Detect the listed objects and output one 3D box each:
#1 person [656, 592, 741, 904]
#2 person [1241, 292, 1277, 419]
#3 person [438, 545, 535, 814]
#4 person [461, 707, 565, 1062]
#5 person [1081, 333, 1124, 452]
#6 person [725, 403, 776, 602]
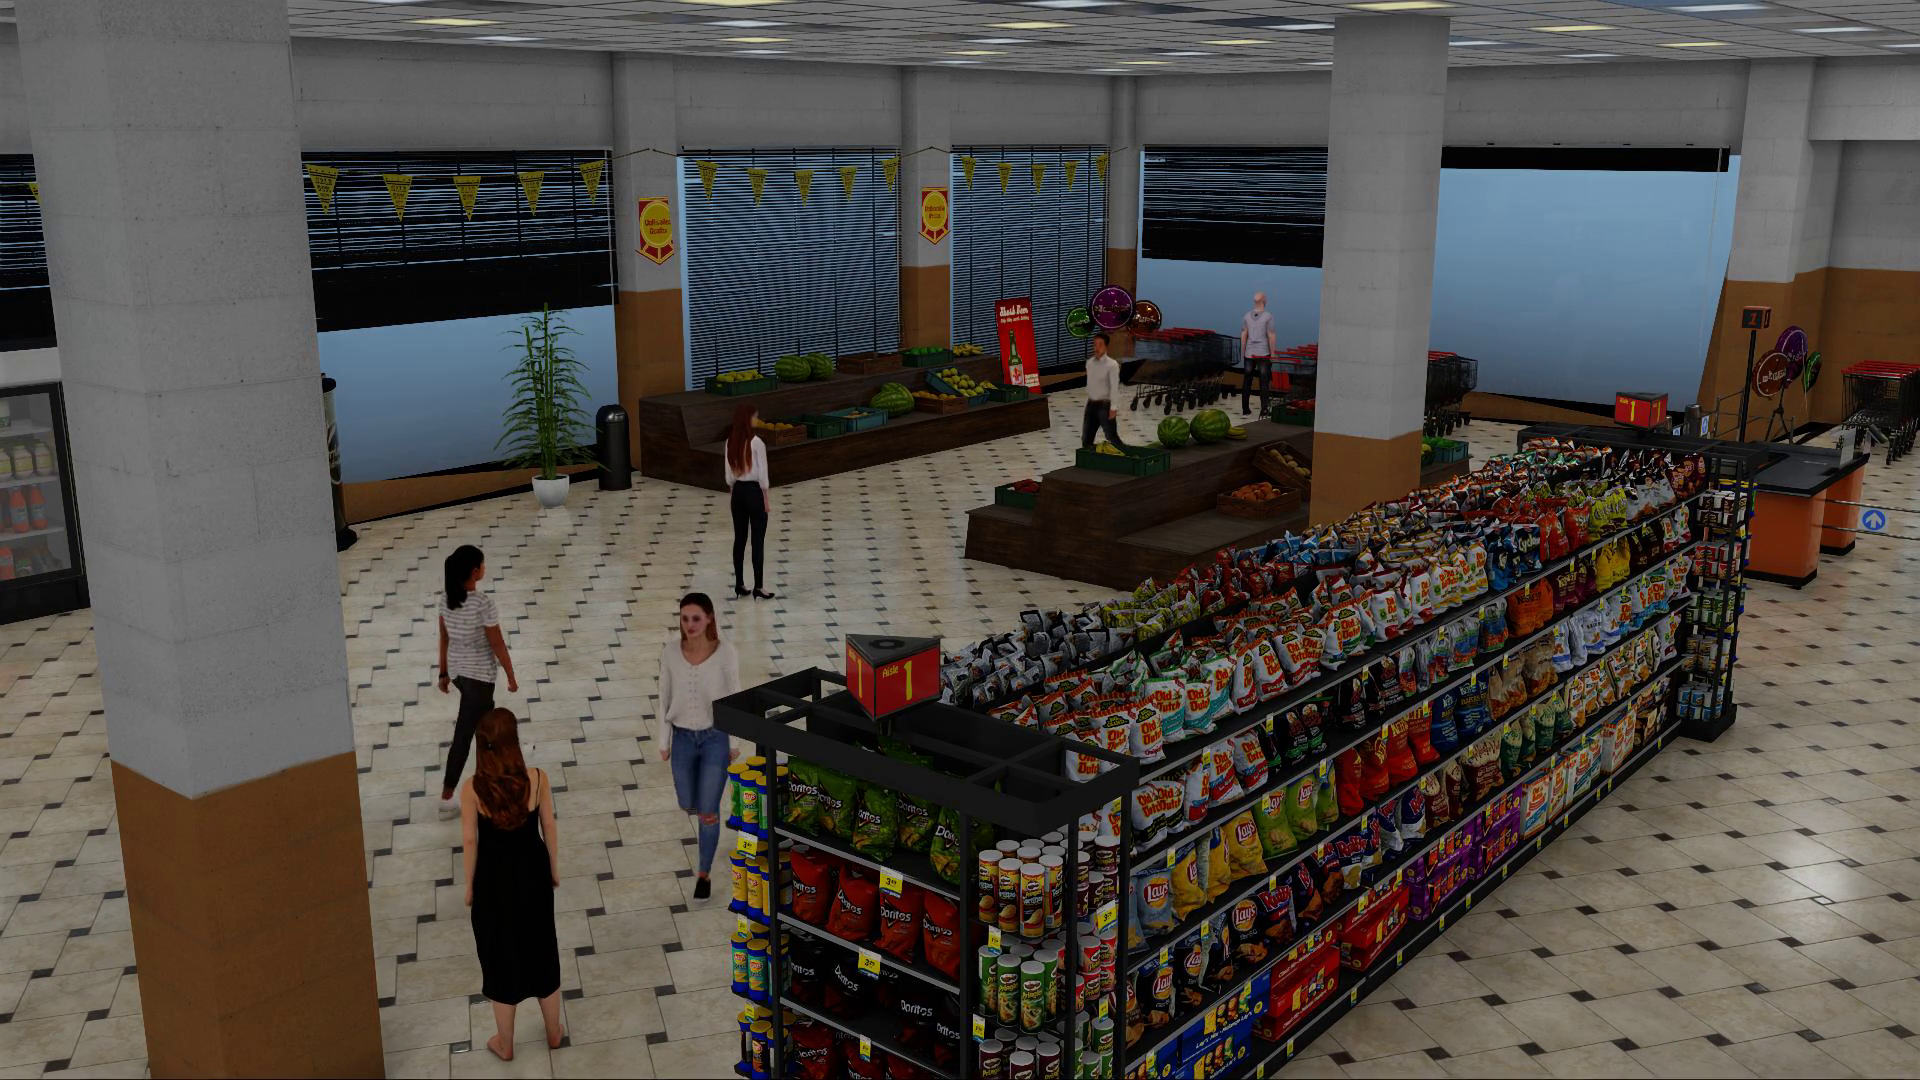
[{"bbox_3d":[-1.397,1.092,9.073,0.960,1.673,1.075,1,14,4],"label":"person"},{"bbox_3d":[4.394,-2.741,24.527,0.695,1.837,0.608,9,16,32],"label":"person"},{"bbox_3d":[-3.030,0.876,10.127,0.696,1.595,1.112,8,16,30],"label":"person"},{"bbox_3d":[-1.994,1.523,7.393,0.620,1.625,0.721,-7,15,-26],"label":"person"},{"bbox_3d":[1.754,-1.542,19.743,1.236,1.761,0.734,-13,19,-43],"label":"person"},{"bbox_3d":[-1.878,-0.339,14.788,0.621,1.760,0.532,8,16,30],"label":"person"}]
